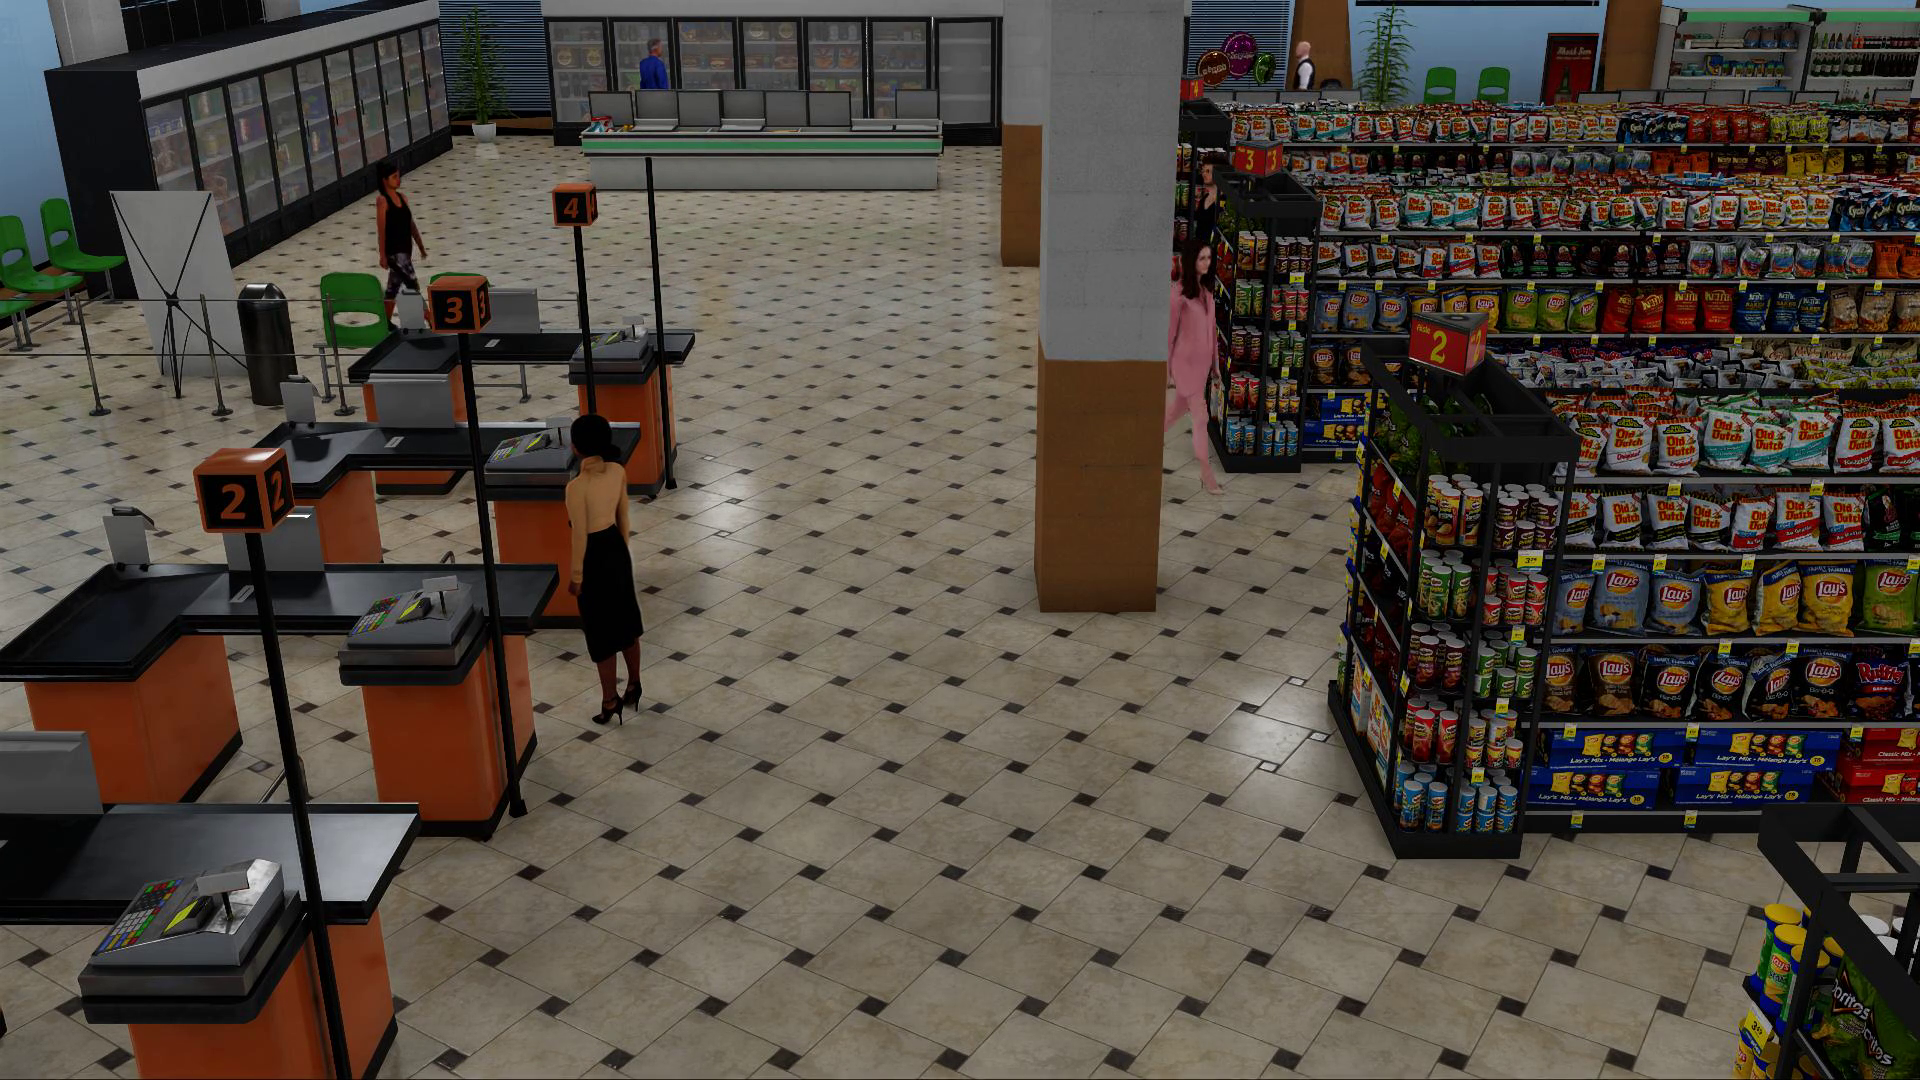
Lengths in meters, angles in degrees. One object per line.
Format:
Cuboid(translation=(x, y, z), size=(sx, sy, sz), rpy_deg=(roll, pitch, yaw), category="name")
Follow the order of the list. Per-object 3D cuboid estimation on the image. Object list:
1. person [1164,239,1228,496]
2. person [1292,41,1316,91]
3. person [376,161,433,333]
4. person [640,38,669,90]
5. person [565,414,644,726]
Cuboid(translation=(1.552, -1.229, 11.733), size=(1.101, 1.763, 1.150), rpy_deg=(-19, 29, -40), category="person")
Cuboid(translation=(5.177, -6.410, 24.634), size=(1.282, 1.759, 0.826), rpy_deg=(3, 22, 8), category="person")
Cuboid(translation=(-5.335, -2.692, 15.550), size=(1.067, 1.632, 0.736), rpy_deg=(4, 22, 10), category="person")
Cuboid(translation=(-4.561, -6.568, 24.935), size=(0.821, 1.827, 0.775), rpy_deg=(-20, 29, -40), category="person")
Cuboid(translation=(-1.815, 0.152, 8.446), size=(0.690, 1.653, 0.660), rpy_deg=(12, 25, 28), category="person")
